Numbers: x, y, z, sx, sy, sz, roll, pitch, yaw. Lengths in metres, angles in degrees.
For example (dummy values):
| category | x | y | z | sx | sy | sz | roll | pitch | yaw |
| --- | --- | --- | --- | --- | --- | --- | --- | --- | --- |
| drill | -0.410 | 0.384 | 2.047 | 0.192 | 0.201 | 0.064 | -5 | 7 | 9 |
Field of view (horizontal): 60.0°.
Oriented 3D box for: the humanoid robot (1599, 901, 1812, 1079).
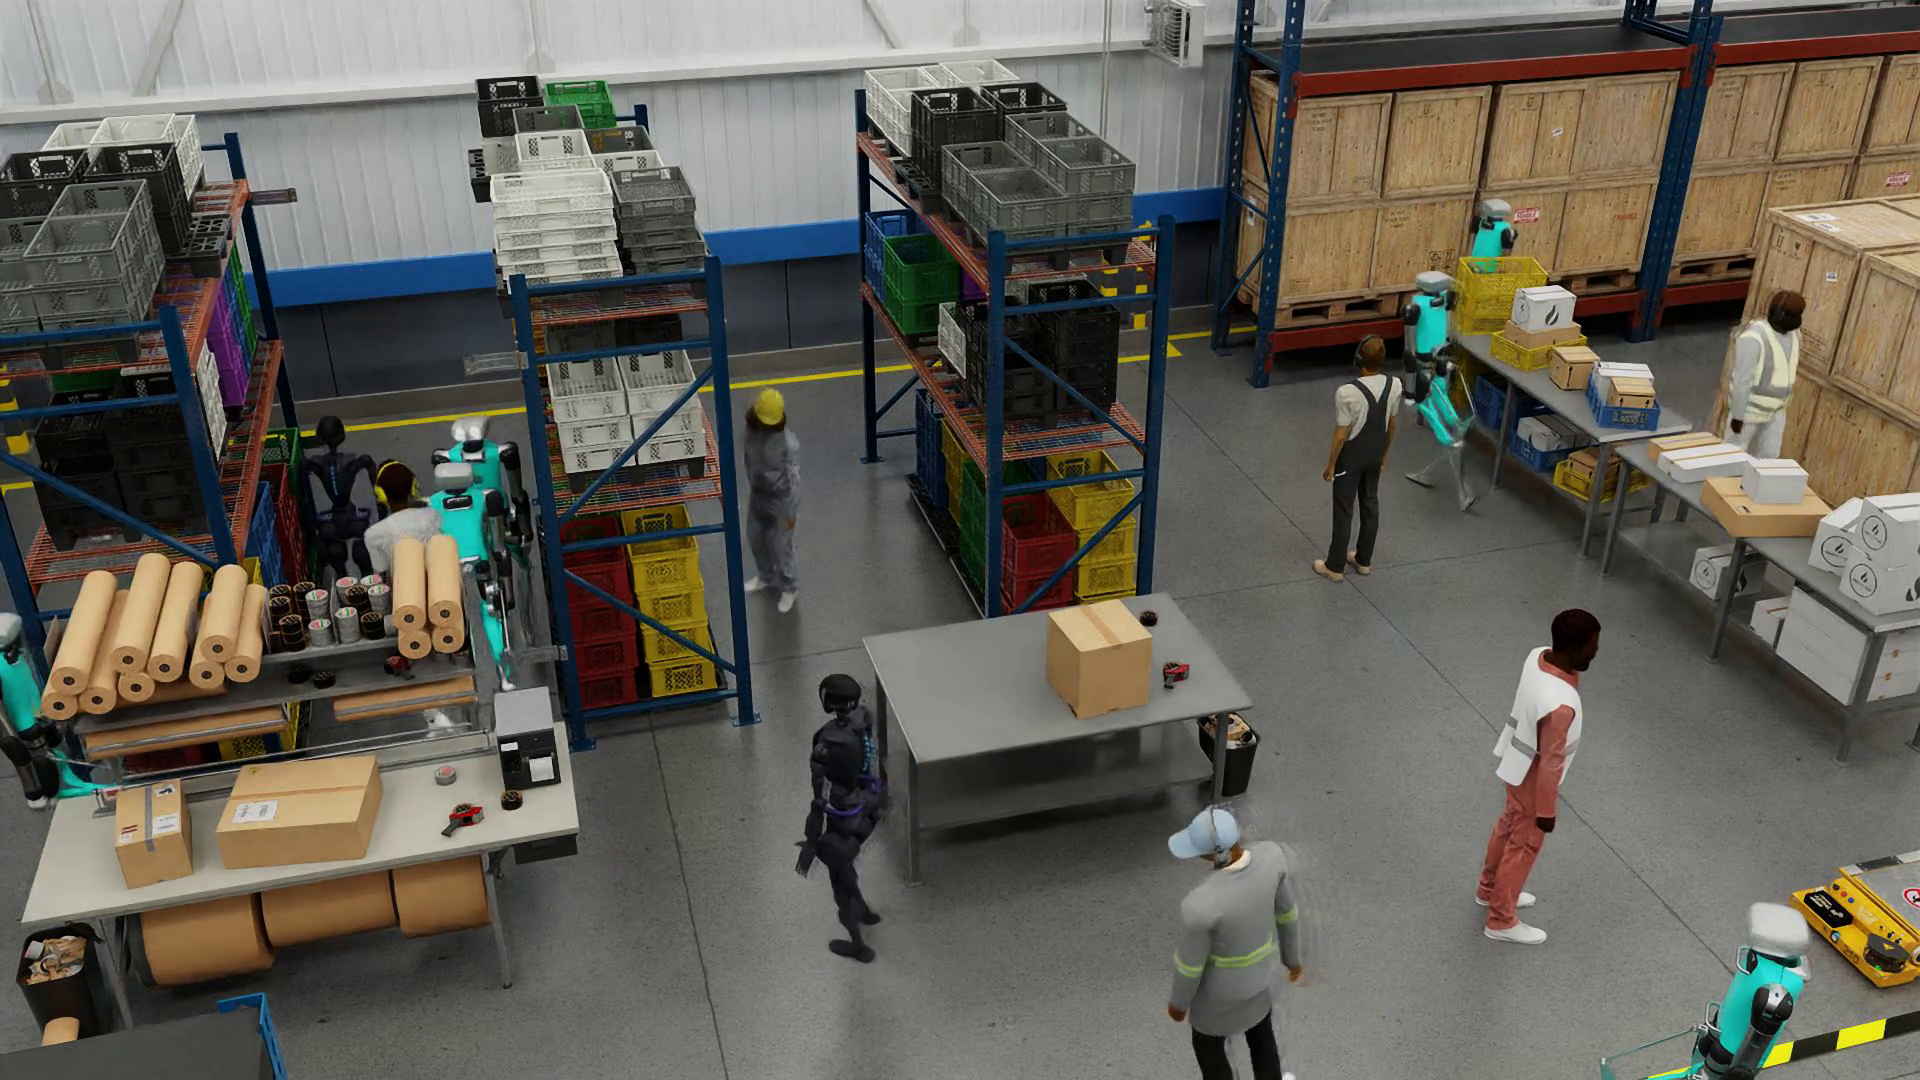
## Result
| category | x | y | z | sx | sy | sz | roll | pitch | yaw |
| --- | --- | --- | --- | --- | --- | --- | --- | --- | --- |
| humanoid robot | 2.859 | 2.101 | 6.678 | 0.735 | 1.673 | 0.533 | 13 | 31 | 22 |

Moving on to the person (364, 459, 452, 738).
| category | x | y | z | sx | sy | sz | roll | pitch | yaw |
| --- | --- | --- | --- | --- | --- | --- | --- | --- | --- |
| person | -3.183 | 0.395 | 9.804 | 0.487 | 1.849 | 0.465 | -21 | 35 | -33 |

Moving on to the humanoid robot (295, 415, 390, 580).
| category | x | y | z | sx | sy | sz | roll | pitch | yaw |
| --- | --- | --- | --- | --- | --- | --- | --- | --- | --- |
| humanoid robot | -3.993 | -0.036 | 10.823 | 0.587 | 1.621 | 0.801 | -5 | 29 | -8 |

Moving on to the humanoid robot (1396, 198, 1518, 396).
| category | x | y | z | sx | sy | sz | roll | pitch | yaw |
| --- | --- | --- | --- | --- | --- | --- | --- | --- | --- |
| humanoid robot | 4.207 | -2.040 | 14.368 | 0.987 | 1.757 | 0.544 | -10 | 30 | -17 |

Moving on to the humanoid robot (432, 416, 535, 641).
| category | x | y | z | sx | sy | sz | roll | pitch | yaw |
| --- | --- | --- | --- | --- | --- | --- | --- | --- | --- |
| humanoid robot | -3.032 | -0.085 | 10.814 | 0.531 | 1.771 | 0.830 | -5 | 29 | -9 |

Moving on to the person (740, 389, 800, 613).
| category | x | y | z | sx | sy | sz | roll | pitch | yaw |
| --- | --- | --- | --- | --- | --- | --- | --- | --- | --- |
| person | -1.270 | -0.271 | 11.161 | 0.547 | 1.701 | 0.427 | 18 | 33 | 29 |

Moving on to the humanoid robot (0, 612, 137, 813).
| category | x | y | z | sx | sy | sz | roll | pitch | yaw |
| --- | --- | --- | --- | --- | --- | --- | --- | --- | --- |
| humanoid robot | -4.481 | 1.127 | 8.637 | 1.028 | 1.778 | 0.530 | -7 | 30 | -13 |

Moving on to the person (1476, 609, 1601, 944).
| category | x | y | z | sx | sy | sz | roll | pitch | yaw |
| --- | --- | --- | --- | --- | --- | --- | --- | --- | --- |
| person | 2.873 | 1.174 | 8.328 | 0.394 | 1.911 | 0.579 | 5 | 29 | 9 |

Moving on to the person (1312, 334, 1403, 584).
| category | x | y | z | sx | sy | sz | roll | pitch | yaw |
| --- | --- | --- | --- | --- | --- | --- | --- | --- | --- |
| person | 2.759 | -0.561 | 11.546 | 0.507 | 1.846 | 0.346 | -11 | 31 | -20 |

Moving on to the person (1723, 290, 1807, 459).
| category | x | y | z | sx | sy | sz | roll | pitch | yaw |
| --- | --- | --- | --- | --- | --- | --- | --- | --- | --- |
| person | 5.899 | -1.022 | 12.417 | 0.629 | 1.814 | 0.781 | -14 | 32 | -23 |

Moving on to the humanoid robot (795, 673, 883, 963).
| category | x | y | z | sx | sy | sz | roll | pitch | yaw |
| --- | --- | --- | --- | --- | --- | --- | --- | --- | --- |
| humanoid robot | -0.581 | 1.376 | 8.195 | 0.340 | 1.652 | 0.587 | 13 | 31 | 22 |

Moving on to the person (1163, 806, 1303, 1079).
| category | x | y | z | sx | sy | sz | roll | pitch | yaw |
| --- | --- | --- | --- | --- | --- | --- | --- | --- | --- |
| person | 1.207 | 1.860 | 7.180 | 0.734 | 1.808 | 0.454 | -19 | 34 | -30 |

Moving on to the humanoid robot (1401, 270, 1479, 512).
| category | x | y | z | sx | sy | sz | roll | pitch | yaw |
| --- | --- | --- | --- | --- | --- | --- | --- | --- | --- |
| humanoid robot | 3.754 | -1.079 | 12.664 | 0.554 | 1.833 | 0.901 | -21 | 35 | -33 |

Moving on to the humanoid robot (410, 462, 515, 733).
| category | x | y | z | sx | sy | sz | roll | pitch | yaw |
| --- | --- | --- | --- | --- | --- | --- | --- | --- | --- |
| humanoid robot | -2.830 | 0.510 | 9.771 | 0.554 | 1.820 | 0.848 | -11 | 31 | -20 |

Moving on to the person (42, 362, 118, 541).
| category | x | y | z | sx | sy | sz | roll | pitch | yaw |
| --- | --- | --- | --- | --- | --- | --- | --- | --- | --- |
| person | -6.473 | -0.912 | 12.196 | 0.352 | 1.841 | 0.645 | -9 | 30 | -15 |

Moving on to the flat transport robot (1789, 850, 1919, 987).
| category | x | y | z | sx | sy | sz | roll | pitch | yaw |
| --- | --- | --- | --- | --- | --- | --- | --- | --- | --- |
| flat transport robot | 5.163 | 1.916 | 8.676 | 1.431 | 0.231 | 0.659 | -8 | 30 | -14 |
